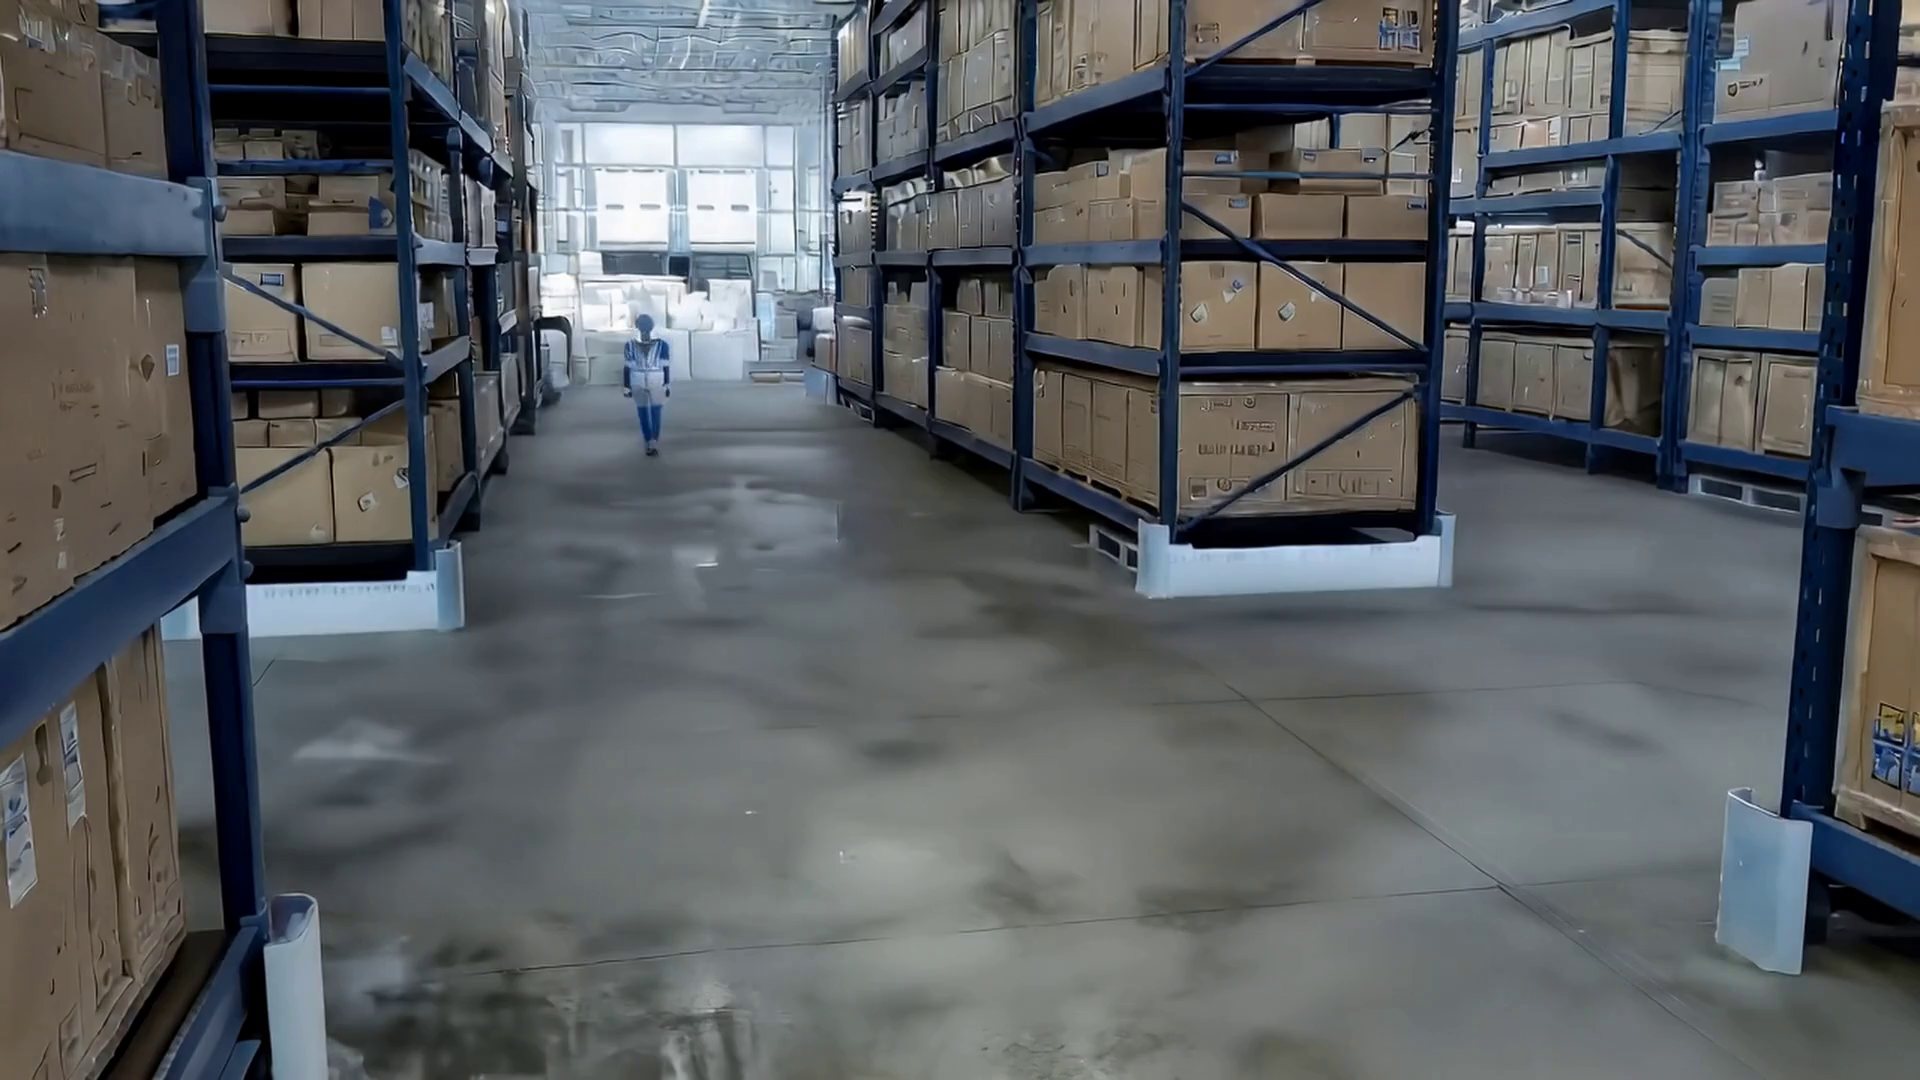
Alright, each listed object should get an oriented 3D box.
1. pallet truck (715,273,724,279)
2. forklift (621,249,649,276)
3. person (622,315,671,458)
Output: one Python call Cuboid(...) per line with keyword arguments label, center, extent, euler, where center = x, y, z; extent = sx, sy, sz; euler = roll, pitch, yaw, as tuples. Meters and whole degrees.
Cuboid(label="pallet truck", center=(-8.580, -8.986, 62.280), extent=(1.885, 1.965, 0.823), euler=(1, 9, 5))
Cuboid(label="forklift", center=(-11.119, -8.584, 57.144), extent=(1.129, 2.768, 1.873), euler=(-7, 12, -38))
Cuboid(label="person", center=(-3.666, -1.782, 19.396), extent=(0.553, 1.648, 0.861), euler=(0, 9, -3))
